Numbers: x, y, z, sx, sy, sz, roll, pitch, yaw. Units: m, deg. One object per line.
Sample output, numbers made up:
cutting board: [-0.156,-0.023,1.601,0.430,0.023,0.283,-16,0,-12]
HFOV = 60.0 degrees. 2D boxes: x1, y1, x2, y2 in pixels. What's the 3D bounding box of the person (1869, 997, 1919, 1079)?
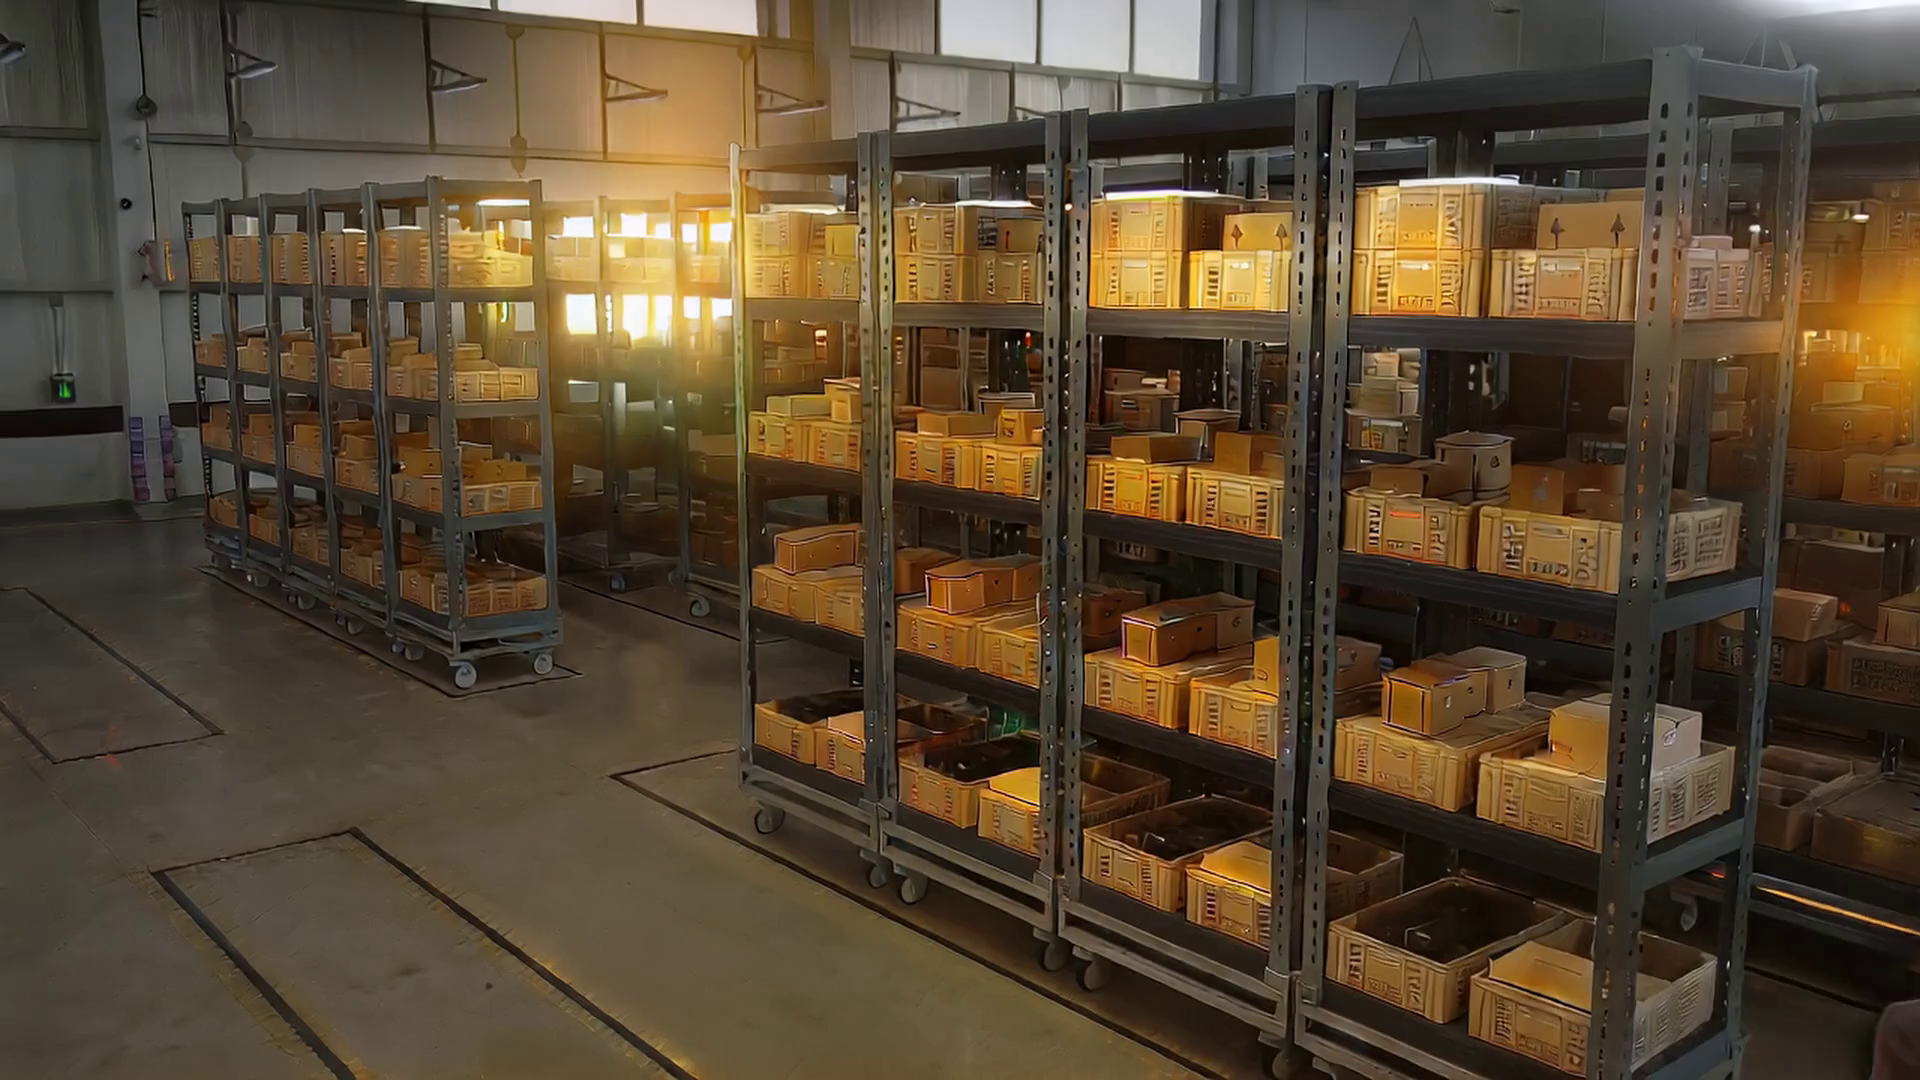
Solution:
person: [1.949,1.571,3.260,0.429,1.830,0.606,1,9,6]
